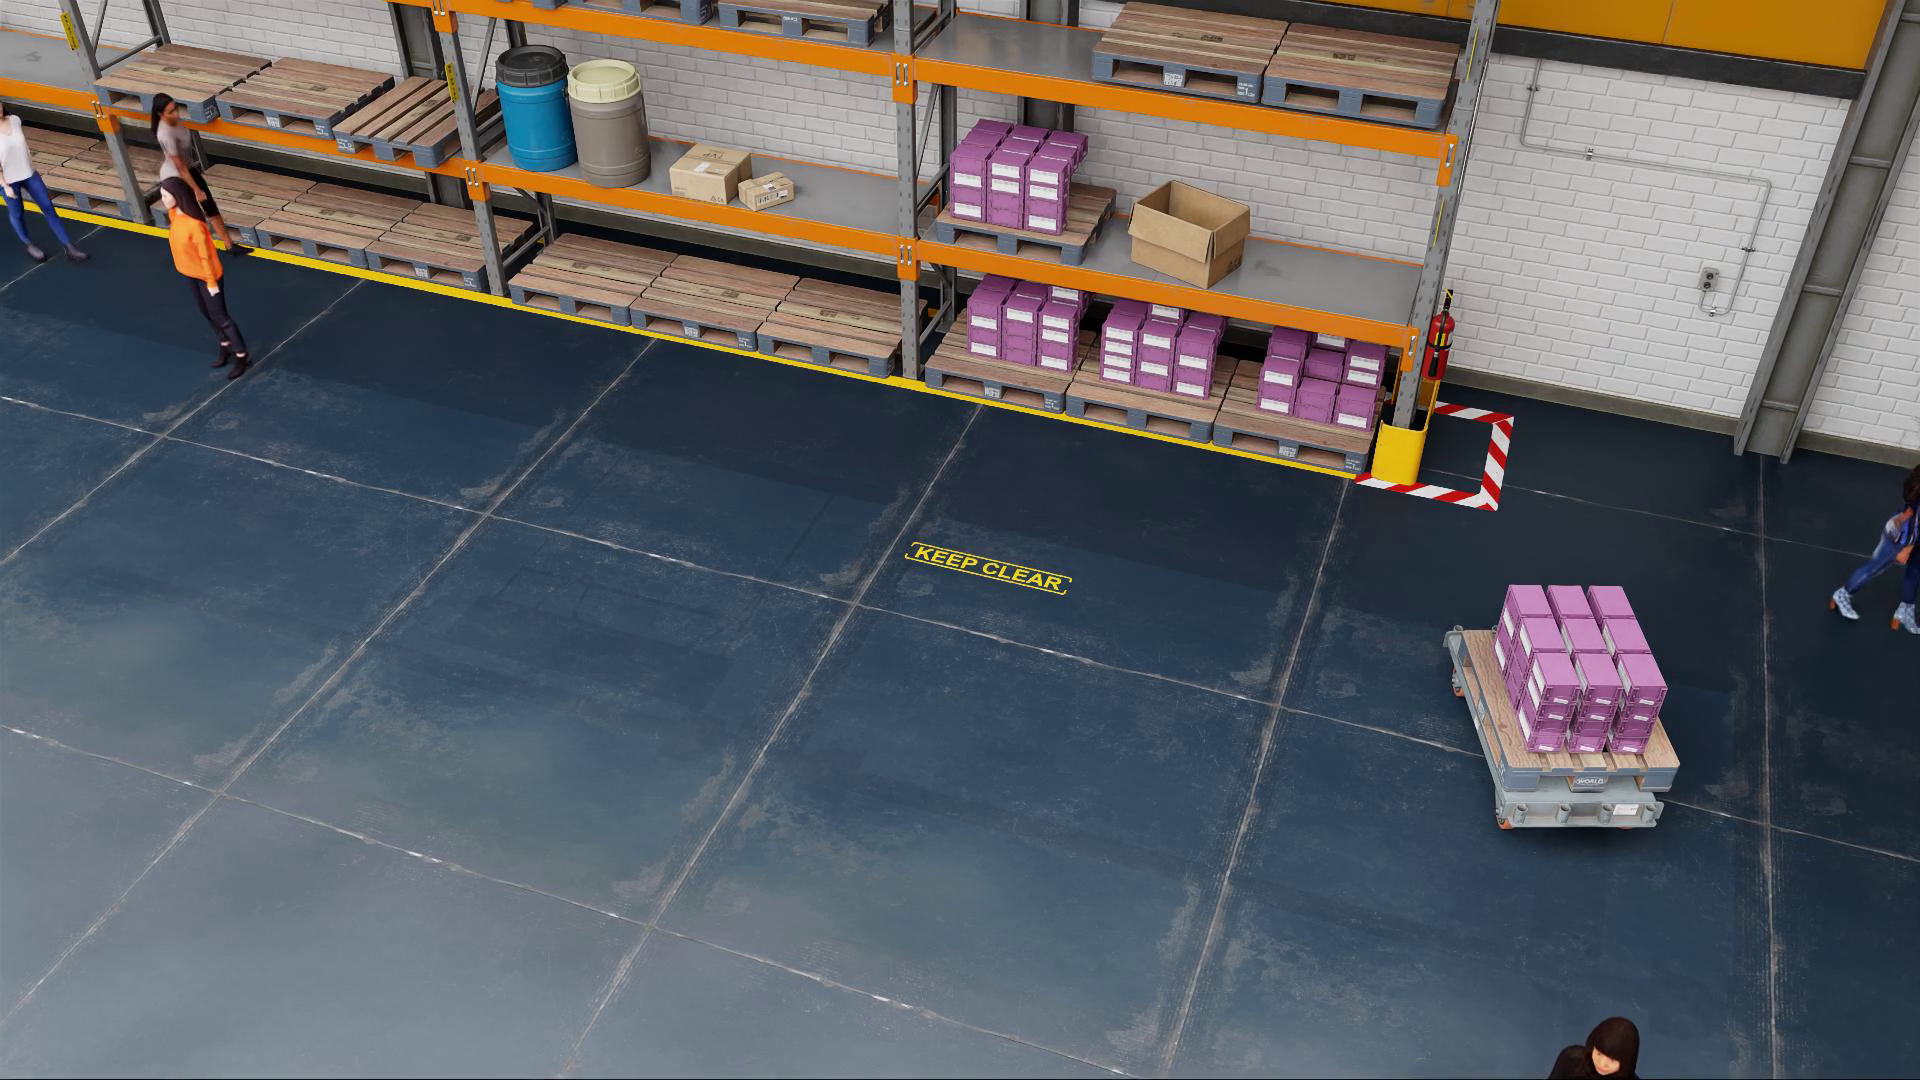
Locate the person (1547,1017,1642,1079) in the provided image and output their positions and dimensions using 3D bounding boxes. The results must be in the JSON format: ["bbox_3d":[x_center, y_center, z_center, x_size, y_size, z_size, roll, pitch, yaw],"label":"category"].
[{"bbox_3d":[2.809,2.693,7.562,0.509,1.642,0.670,23,44,26],"label":"person"}]

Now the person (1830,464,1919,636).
[{"bbox_3d":[6.244,-0.067,11.055,0.951,1.597,0.829,30,48,32],"label":"person"}]

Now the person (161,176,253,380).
[{"bbox_3d":[-6.147,-2.155,13.552,0.625,1.744,0.757,29,47,32],"label":"person"}]

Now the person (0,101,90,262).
[{"bbox_3d":[-8.557,-3.254,14.999,0.994,1.655,0.711,22,43,25],"label":"person"}]

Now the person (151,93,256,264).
[{"bbox_3d":[-7.038,-3.218,14.918,1.094,1.698,0.958,-12,40,-14],"label":"person"}]
